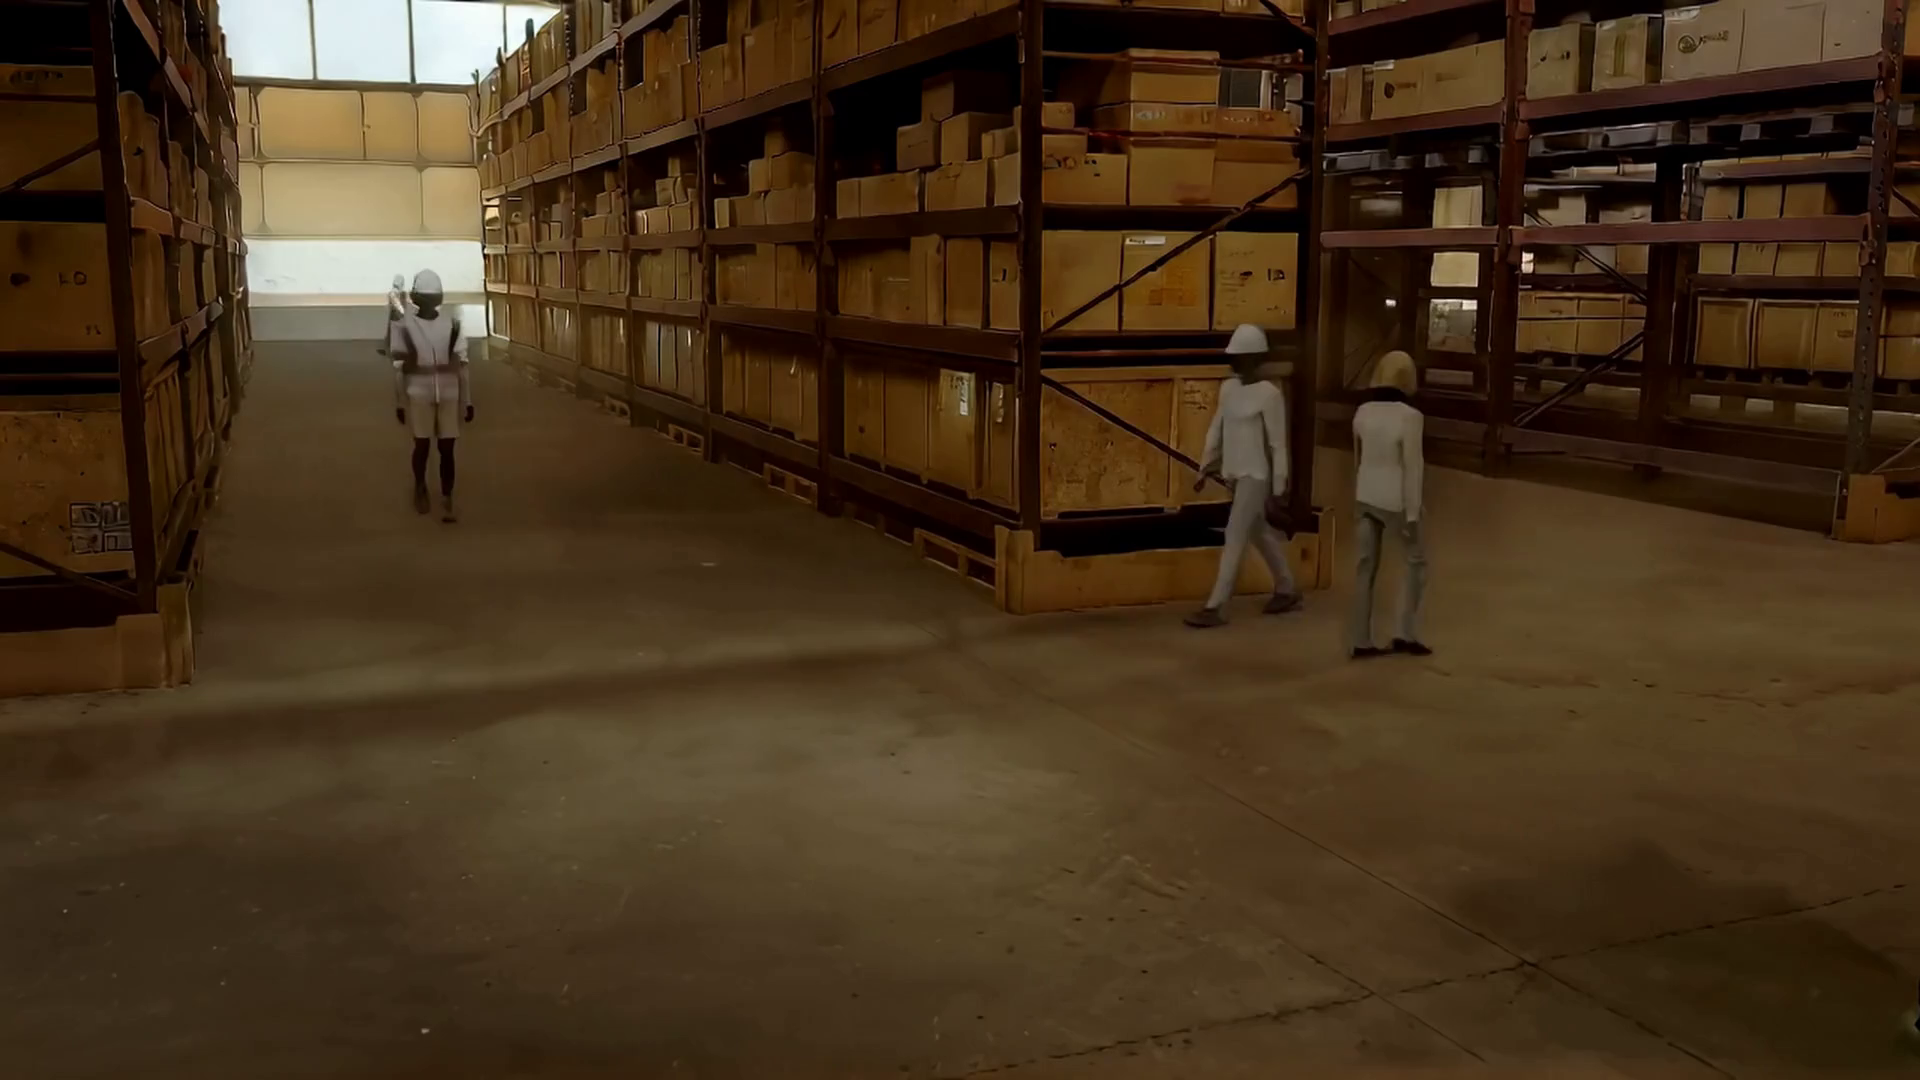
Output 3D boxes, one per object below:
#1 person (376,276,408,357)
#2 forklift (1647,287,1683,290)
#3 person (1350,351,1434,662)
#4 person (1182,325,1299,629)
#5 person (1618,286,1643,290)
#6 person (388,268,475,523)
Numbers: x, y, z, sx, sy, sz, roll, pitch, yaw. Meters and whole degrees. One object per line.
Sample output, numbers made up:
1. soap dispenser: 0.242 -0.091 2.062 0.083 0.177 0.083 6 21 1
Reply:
1. person: -12.415 -4.914 36.588 0.948 1.785 0.591 -1 9 -3
2. forklift: 13.371 -4.599 31.409 1.873 2.768 1.129 -4 10 -22
3. person: 2.272 -0.171 8.634 0.559 1.613 0.521 -5 11 -30
4. person: 1.667 -0.374 9.595 0.920 1.722 0.527 -4 10 -25
5. person: 16.496 -5.733 41.115 0.400 1.907 0.645 -7 12 -35
6. person: -4.197 -1.139 13.256 0.616 2.029 0.468 -5 11 -26
